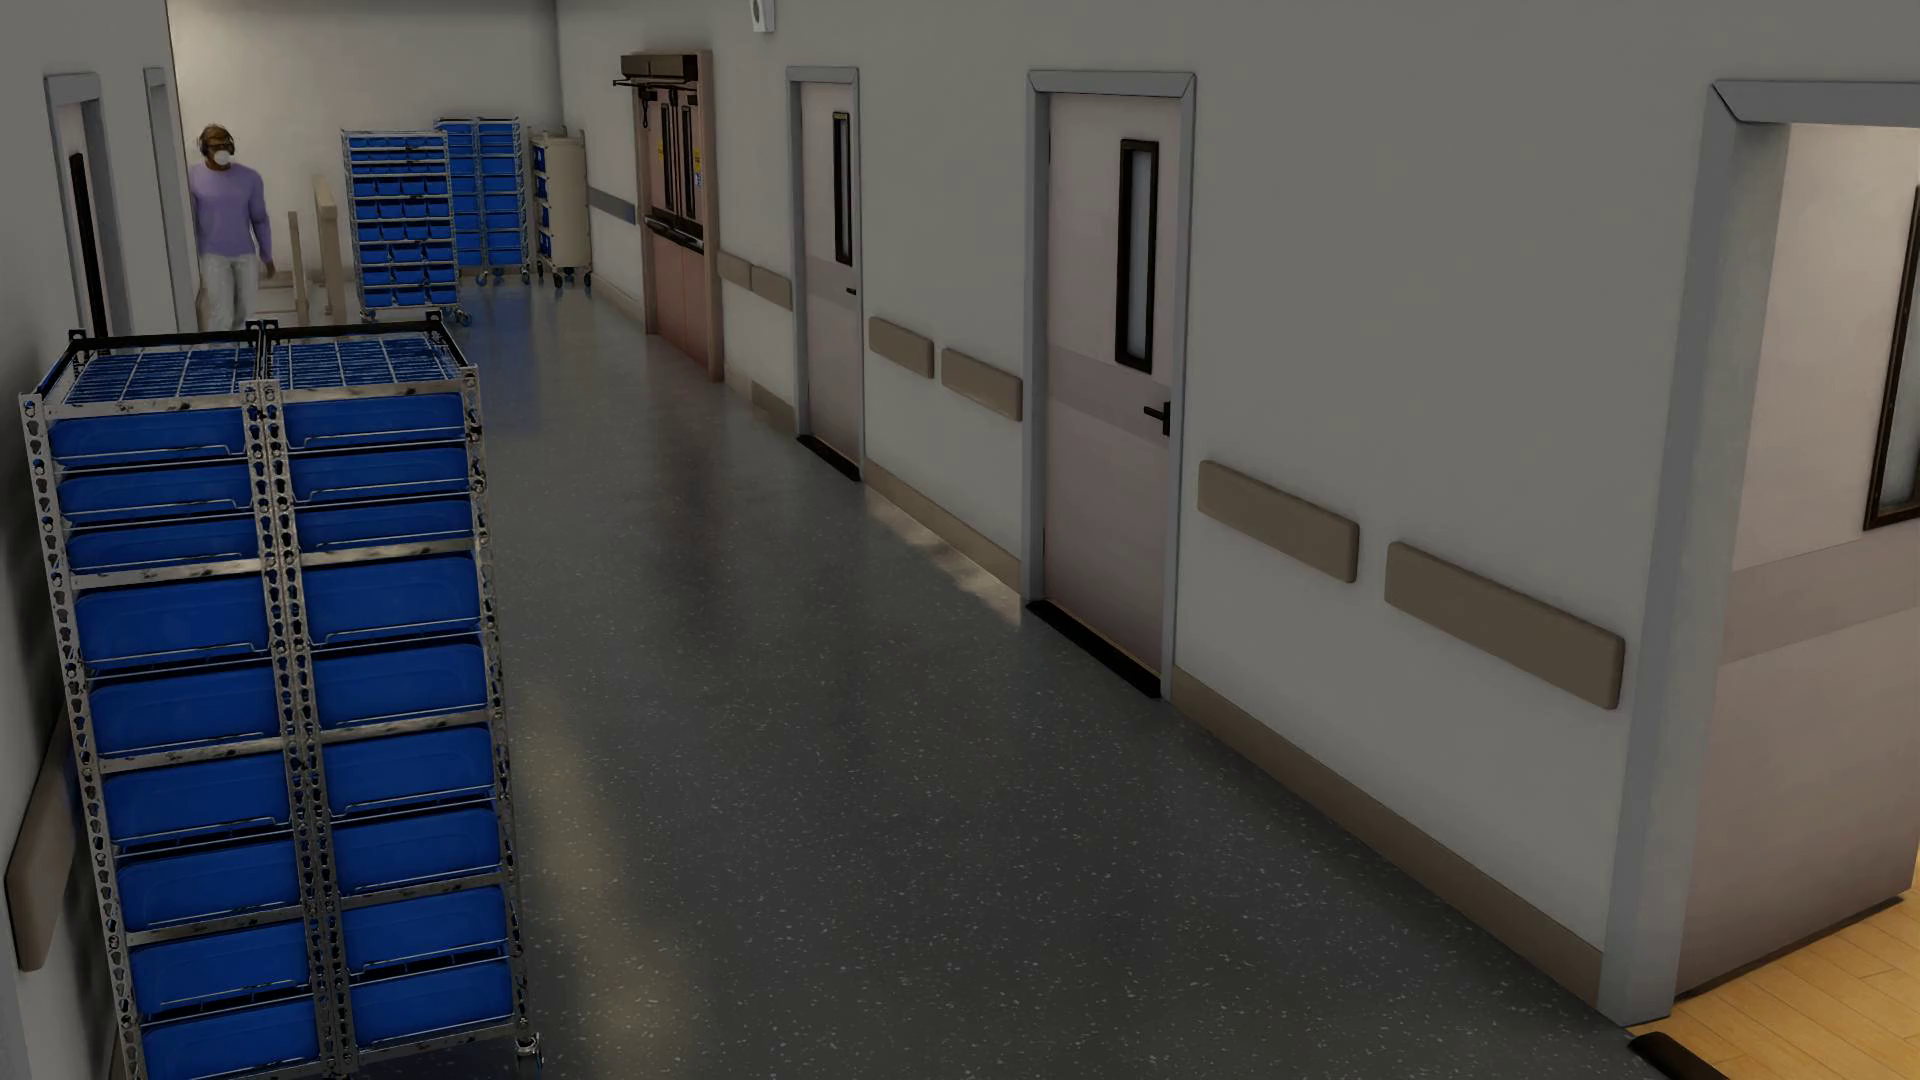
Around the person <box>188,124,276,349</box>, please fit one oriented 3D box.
[{"bbox_3d":[-5.379,-2.073,12.234,0.420,1.922,0.641,15,22,41],"label":"person"}]
